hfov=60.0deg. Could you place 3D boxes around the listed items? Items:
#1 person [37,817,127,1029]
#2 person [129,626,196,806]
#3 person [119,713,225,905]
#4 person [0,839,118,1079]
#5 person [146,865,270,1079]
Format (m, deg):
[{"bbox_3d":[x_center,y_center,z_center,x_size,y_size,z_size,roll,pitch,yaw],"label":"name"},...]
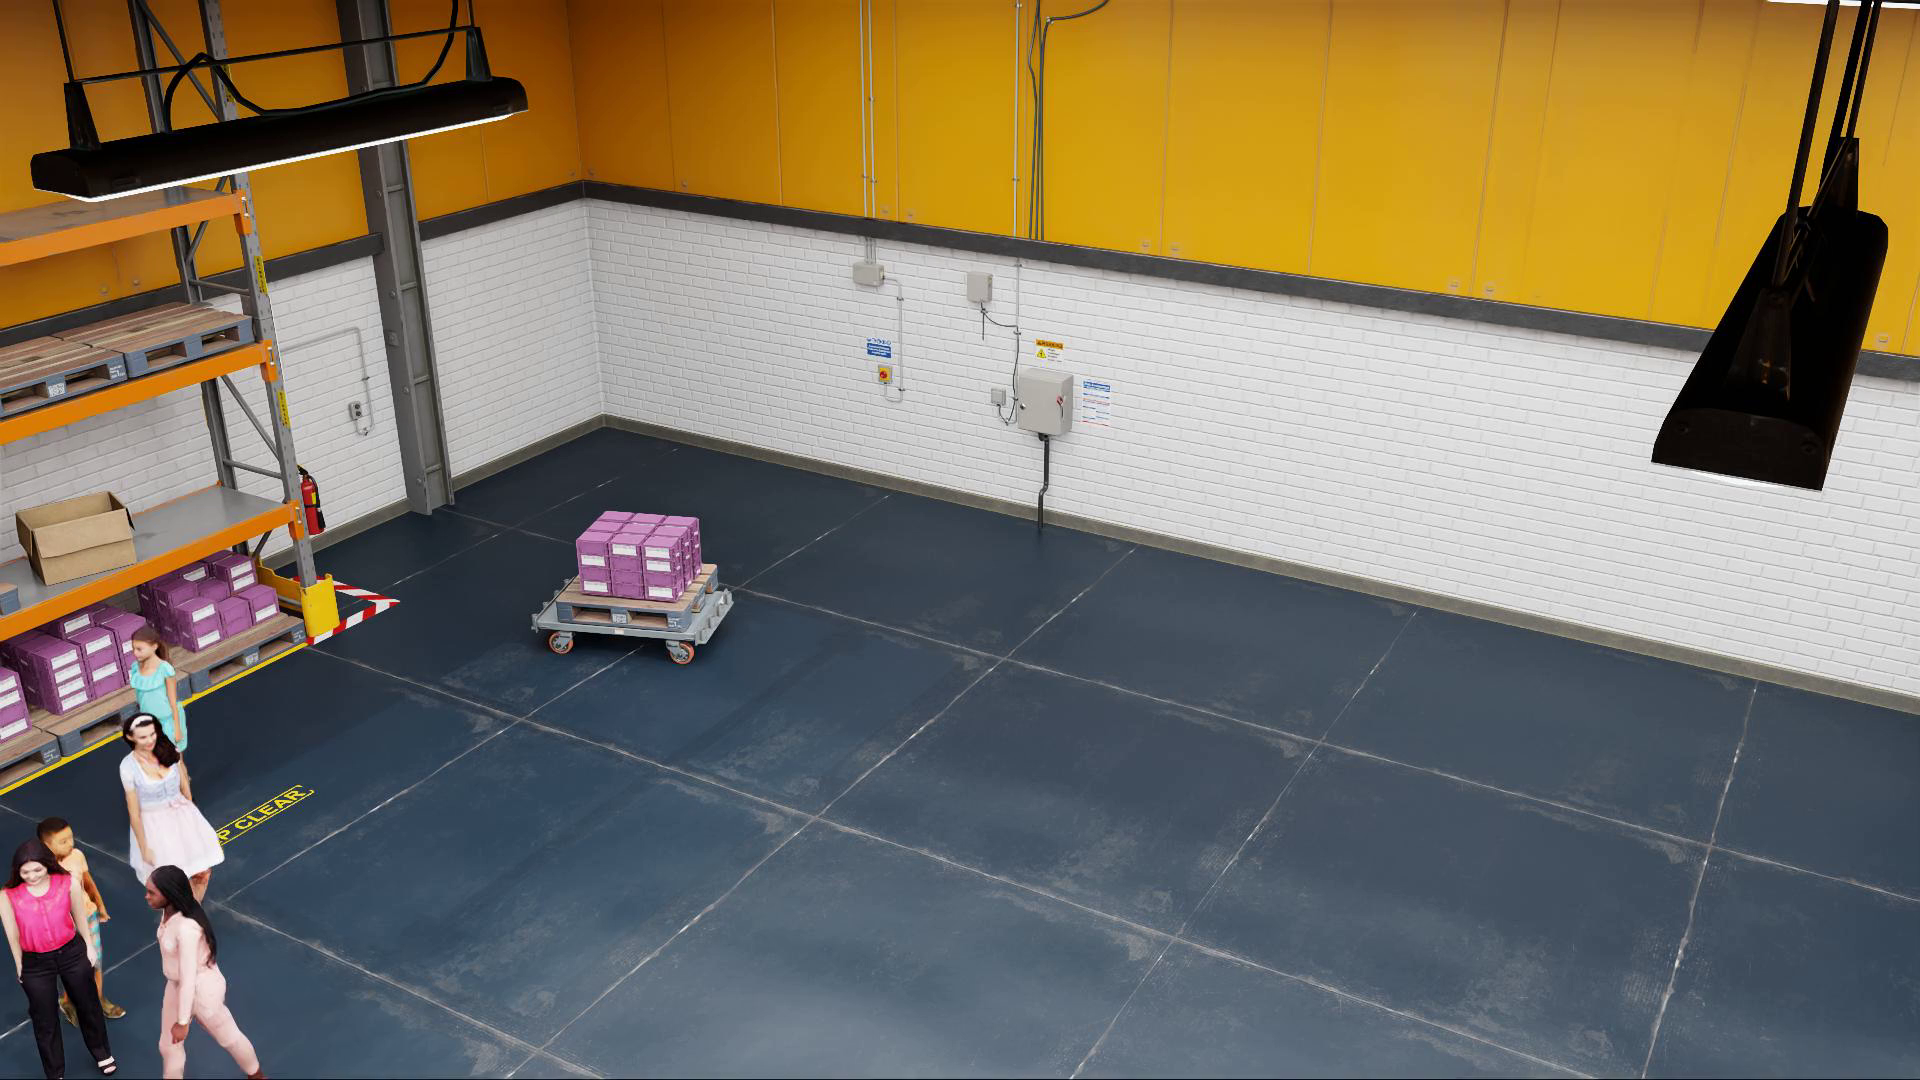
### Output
[{"bbox_3d":[-5.531,2.356,10.274,0.666,1.455,0.582,7,25,17],"label":"person"},{"bbox_3d":[-5.940,1.330,12.502,0.615,1.550,0.660,6,24,14],"label":"person"},{"bbox_3d":[-5.239,1.901,10.883,0.786,1.801,0.773,17,29,34],"label":"person"},{"bbox_3d":[-5.303,2.474,9.742,0.588,1.665,0.719,-16,28,-32],"label":"person"},{"bbox_3d":[-4.261,2.567,9.499,1.050,1.689,0.811,-21,31,-40],"label":"person"}]
